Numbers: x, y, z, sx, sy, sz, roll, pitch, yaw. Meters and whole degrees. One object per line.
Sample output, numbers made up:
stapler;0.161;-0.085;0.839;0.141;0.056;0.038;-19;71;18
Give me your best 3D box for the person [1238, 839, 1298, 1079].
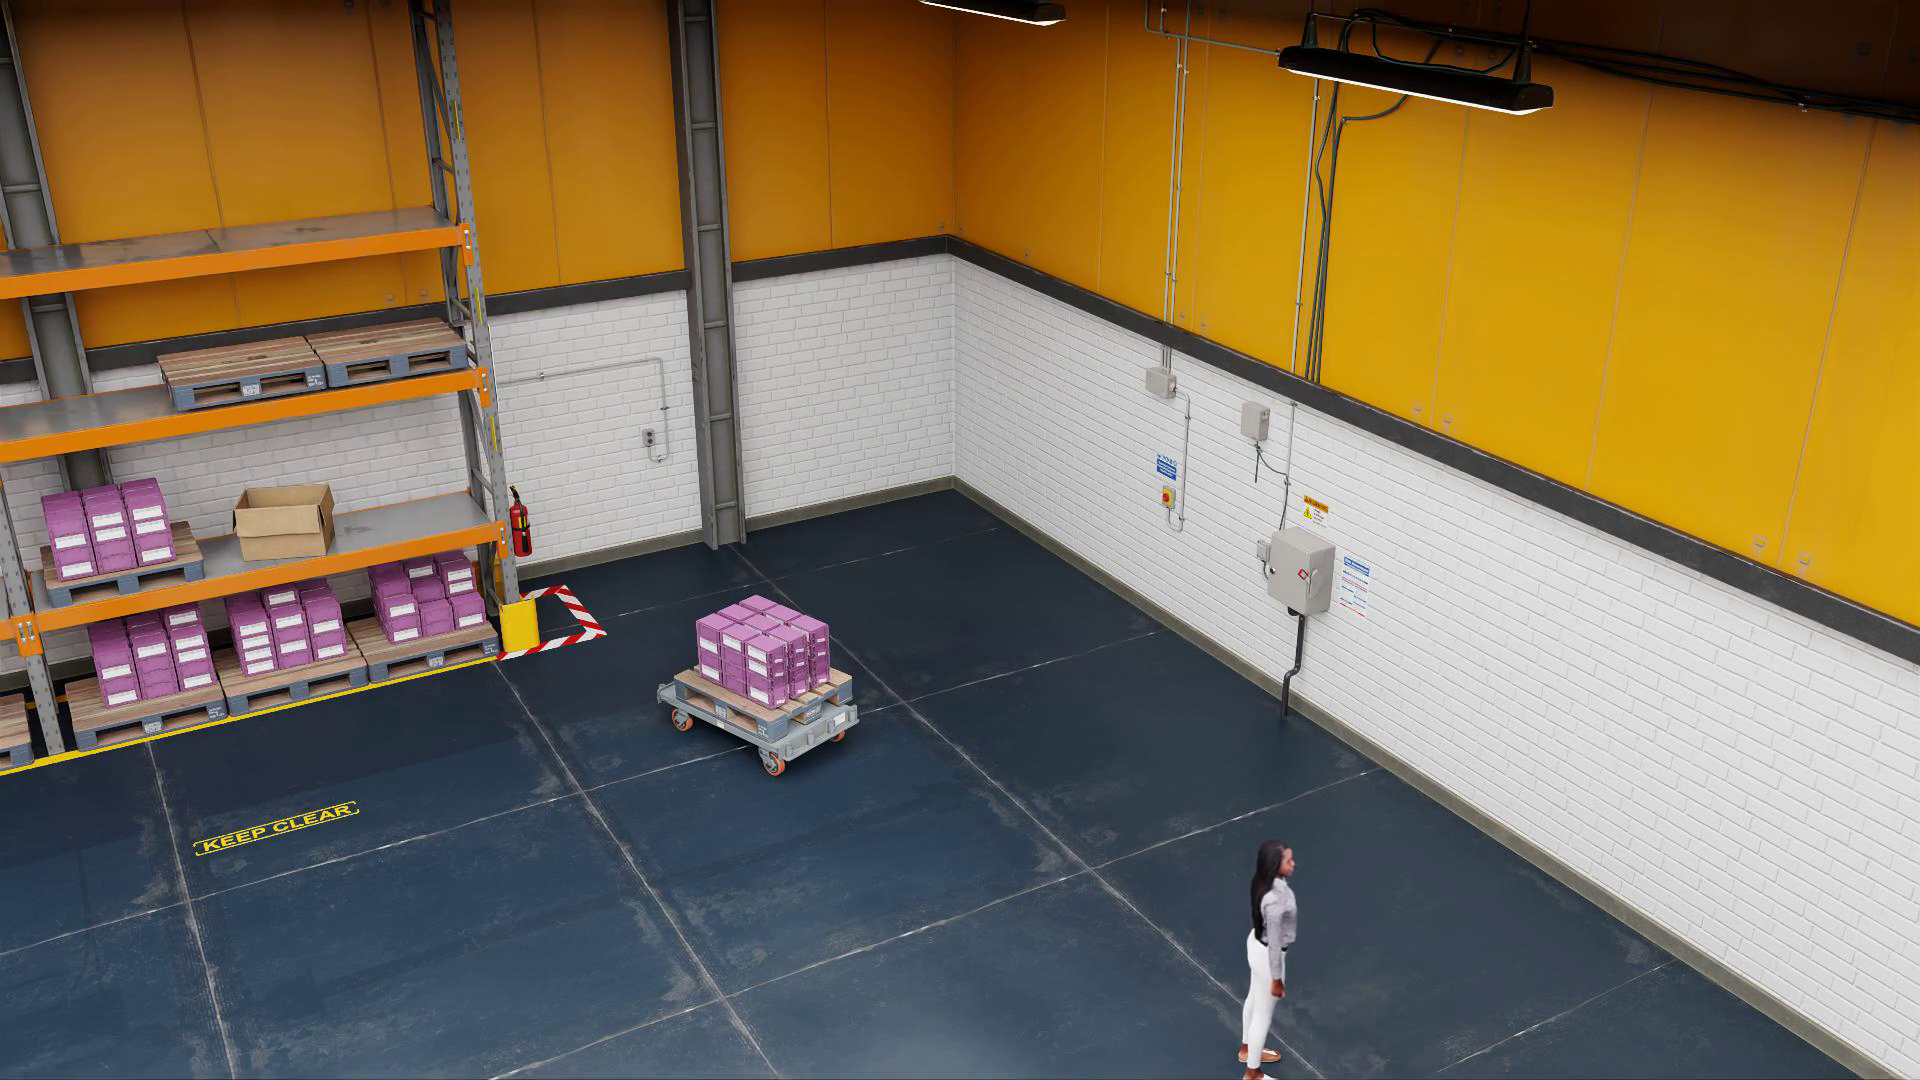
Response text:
person;1.903;2.597;10.298;0.703;1.724;0.675;3;24;6
